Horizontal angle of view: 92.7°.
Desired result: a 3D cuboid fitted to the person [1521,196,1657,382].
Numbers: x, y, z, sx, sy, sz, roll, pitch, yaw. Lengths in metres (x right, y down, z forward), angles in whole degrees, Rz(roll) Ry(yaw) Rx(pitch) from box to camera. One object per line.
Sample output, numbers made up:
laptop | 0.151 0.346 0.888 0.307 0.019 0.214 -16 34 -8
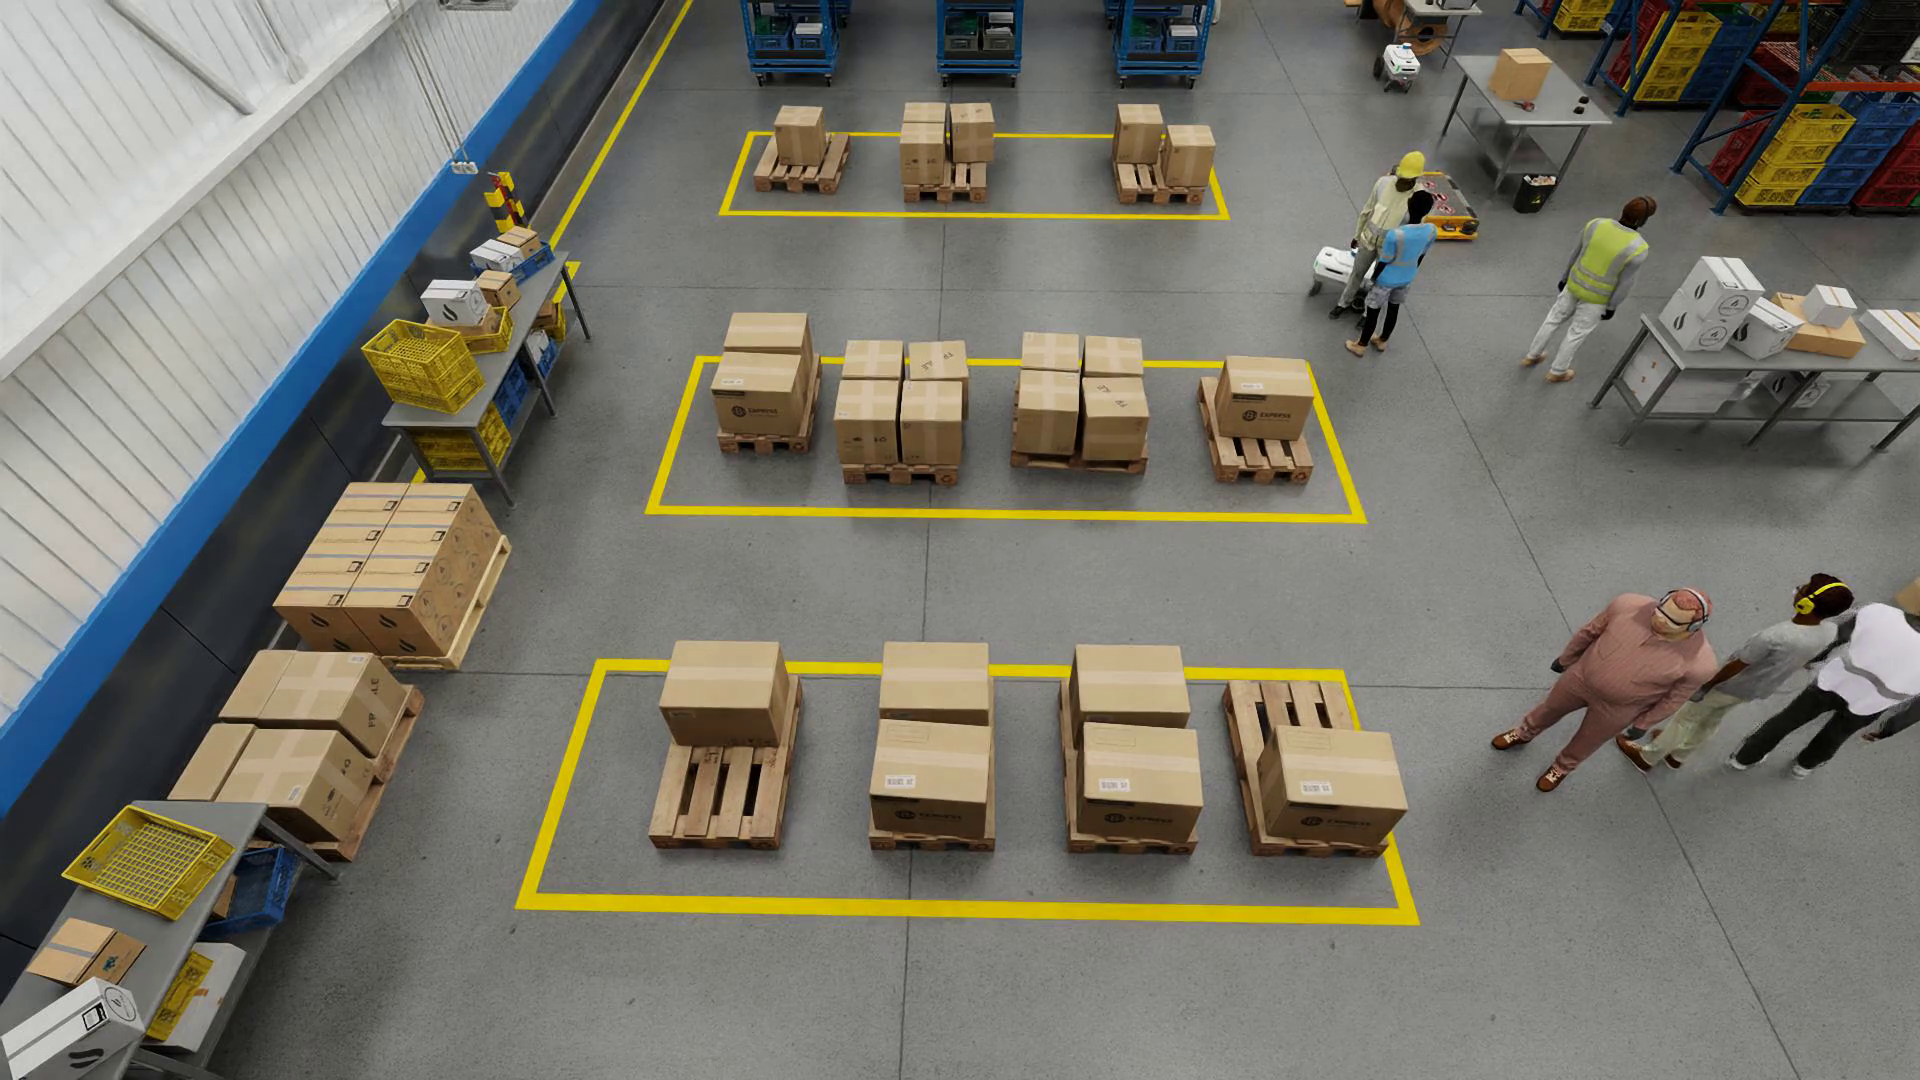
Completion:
person | 5.836 -2.304 8.478 0.429 1.843 0.633 -20 52 -16

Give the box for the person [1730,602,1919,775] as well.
person | 5.620 0.878 5.697 0.701 1.880 0.616 -24 53 -20

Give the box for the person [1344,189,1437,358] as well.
person | 4.132 -2.514 8.752 0.540 1.698 0.318 -13 50 -11

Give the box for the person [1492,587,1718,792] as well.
person | 3.968 0.921 5.644 0.403 1.906 0.651 -23 53 -18

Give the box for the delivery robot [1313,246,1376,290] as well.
delivery robot | 4.149 -2.878 9.760 0.707 0.478 0.477 27 54 22

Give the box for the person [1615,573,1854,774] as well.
person | 4.823 0.885 5.712 0.520 1.857 0.330 -8 50 -7

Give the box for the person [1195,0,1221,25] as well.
person | 4.019 -9.036 14.435 0.515 1.641 0.314 7 49 6

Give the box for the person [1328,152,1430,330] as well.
person | 4.154 -2.929 9.026 0.603 1.828 0.404 36 58 27

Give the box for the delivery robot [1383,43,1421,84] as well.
delivery robot | 6.384 -6.916 13.255 0.477 0.478 0.707 2 49 2

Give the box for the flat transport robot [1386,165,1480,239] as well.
flat transport robot | 5.692 -4.094 11.059 0.652 0.197 1.431 1 49 1
